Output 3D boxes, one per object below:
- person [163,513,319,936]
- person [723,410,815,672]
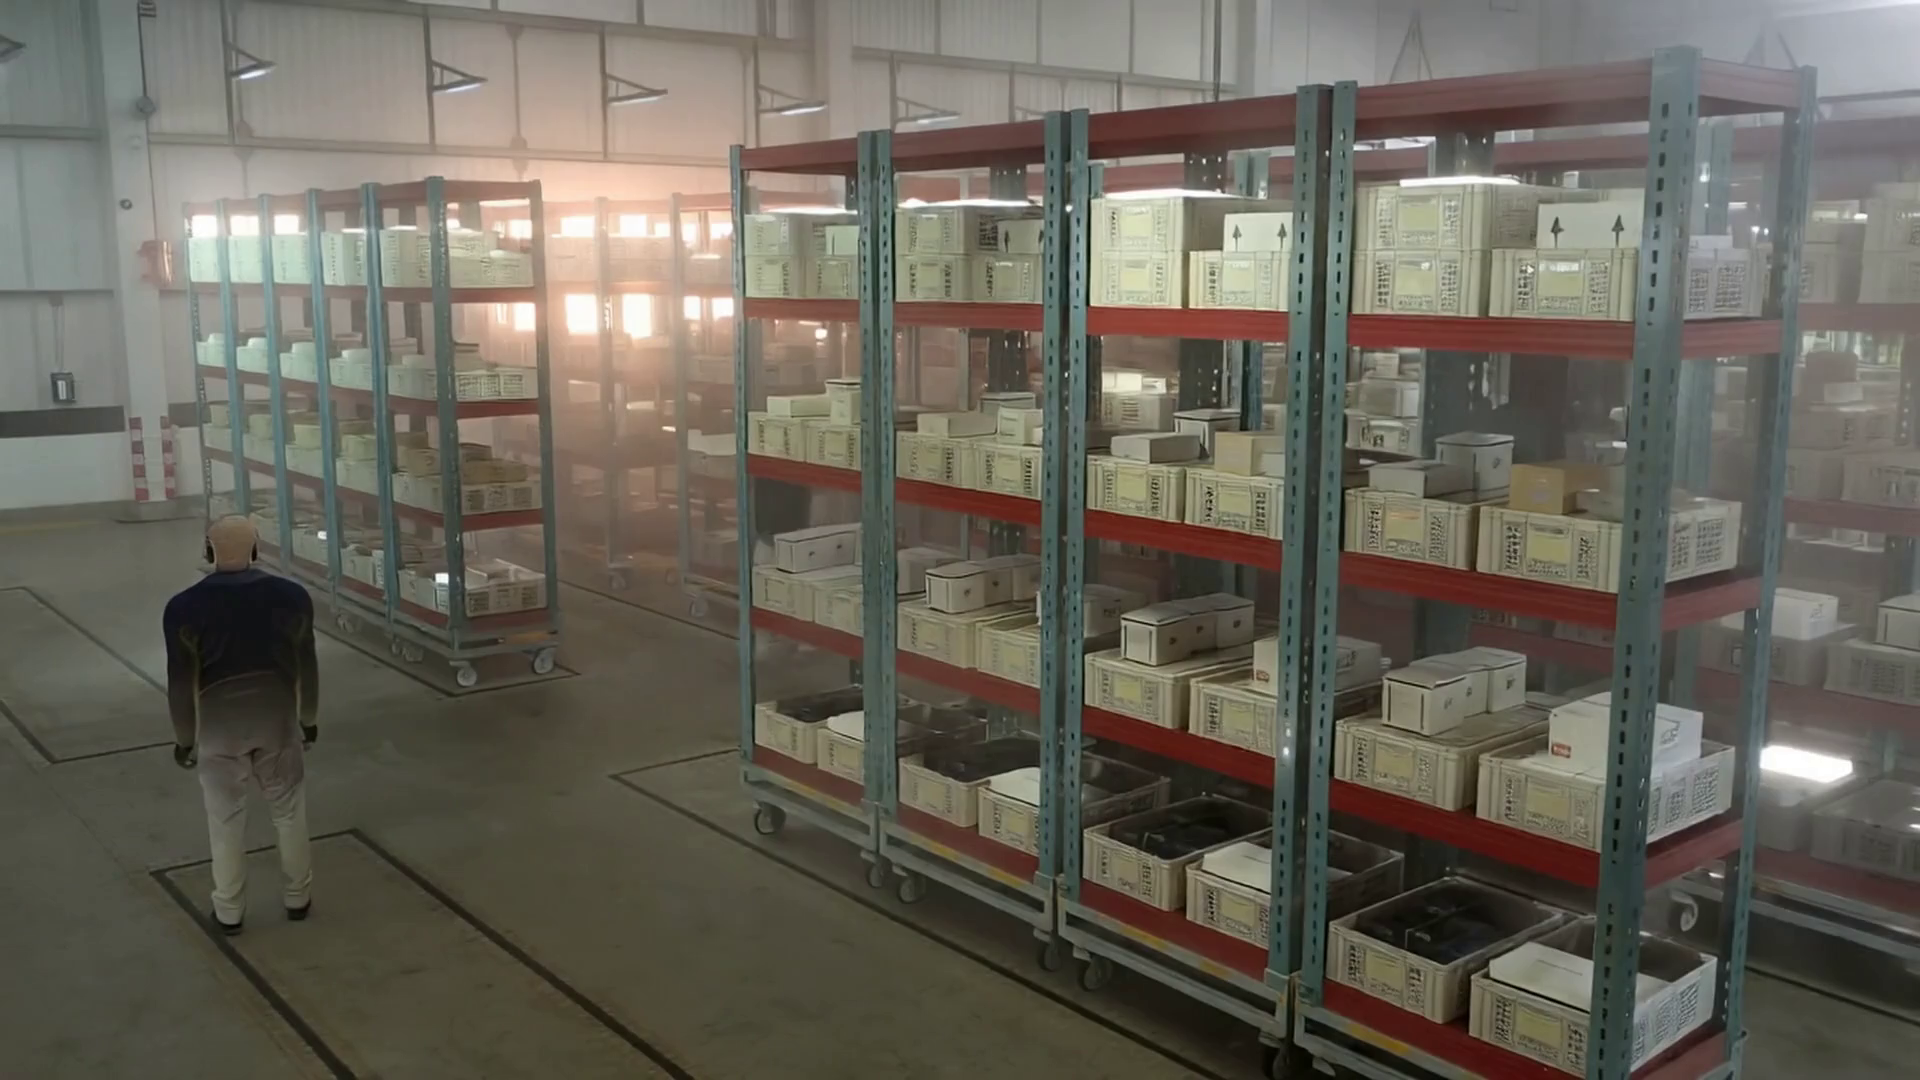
[{"bbox_3d":[-3.235,0.827,7.530,0.643,1.909,0.410,-7,12,-35],"label":"person"},{"bbox_3d":[-1.379,0.020,12.194,0.634,1.957,0.913,7,12,36],"label":"person"}]
